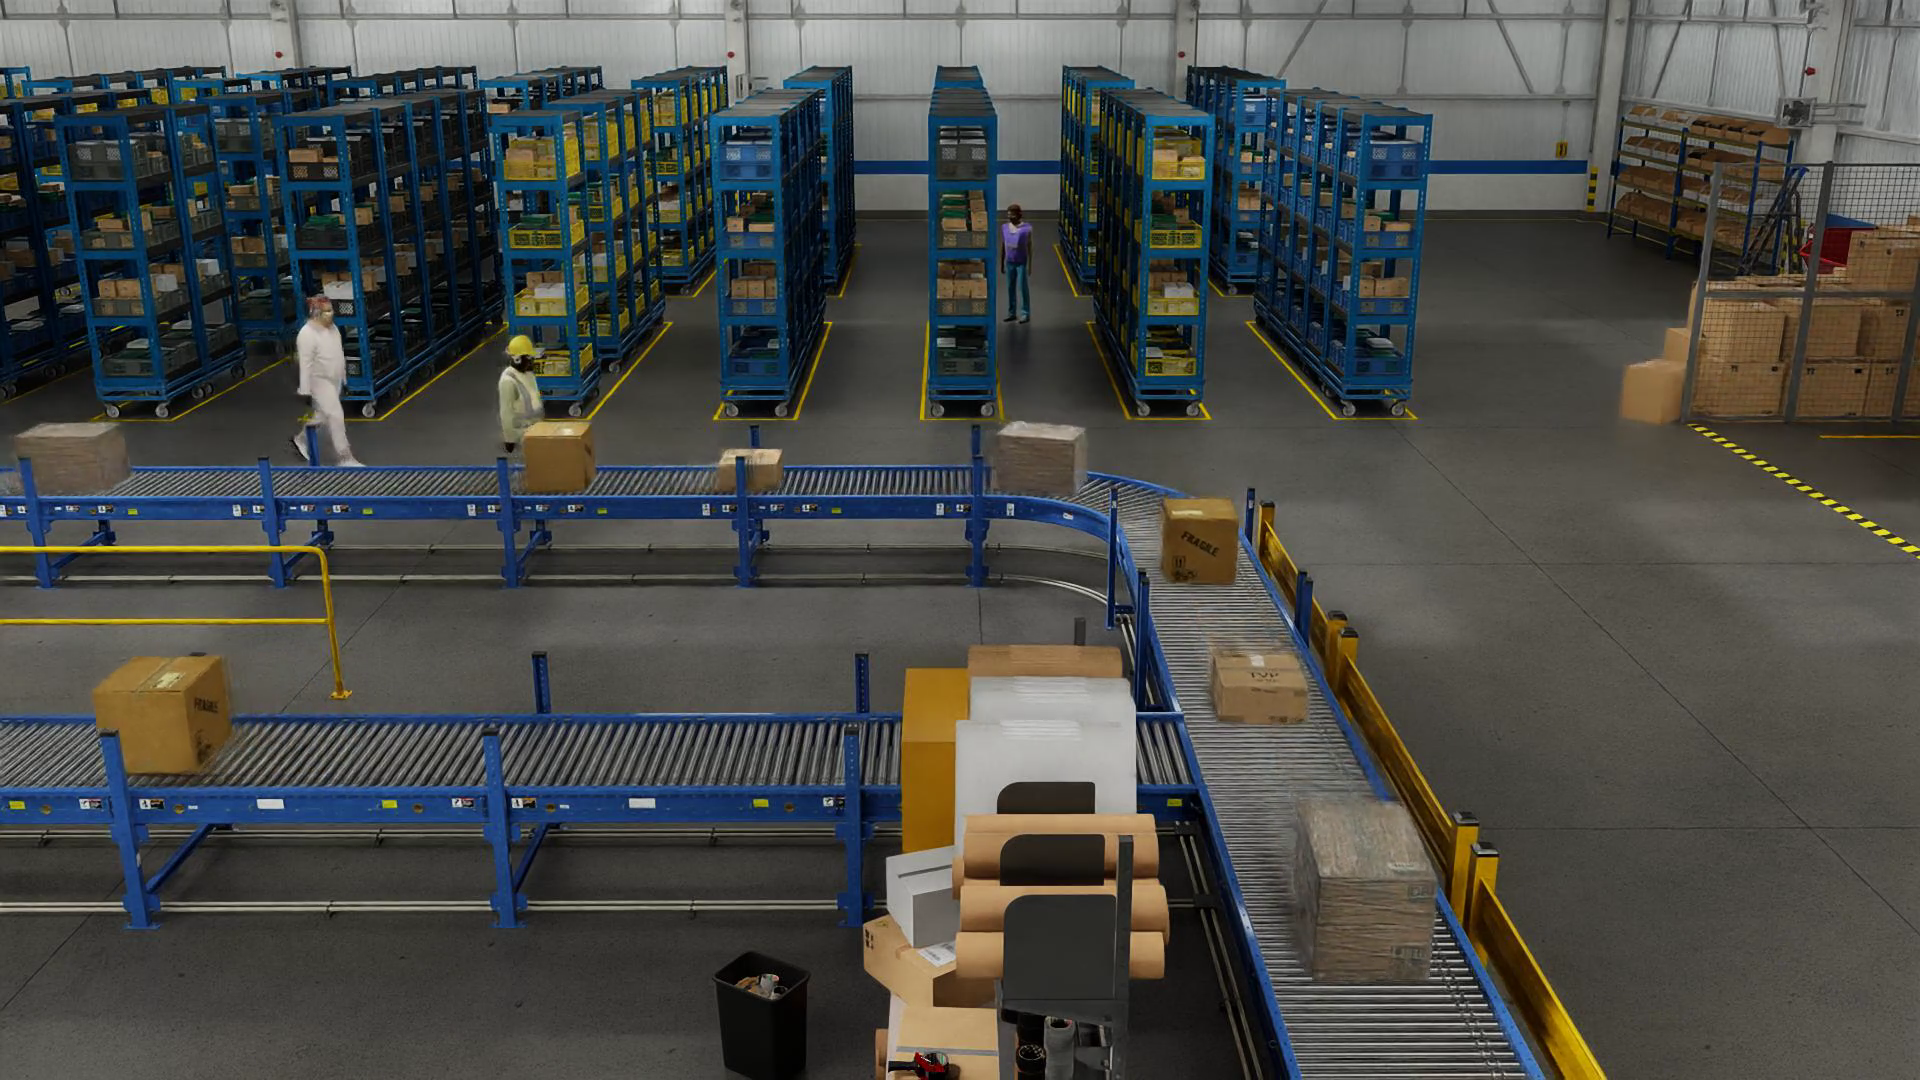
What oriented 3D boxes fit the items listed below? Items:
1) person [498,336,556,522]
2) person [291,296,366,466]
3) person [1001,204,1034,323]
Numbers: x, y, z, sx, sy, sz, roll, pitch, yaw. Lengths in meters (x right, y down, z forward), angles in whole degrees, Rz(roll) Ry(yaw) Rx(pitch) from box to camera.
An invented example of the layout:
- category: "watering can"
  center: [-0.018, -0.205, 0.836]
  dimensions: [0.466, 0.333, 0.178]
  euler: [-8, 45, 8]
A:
- category: "person"
  center: [-4.127, -1.071, 16.012]
  dimensions: [0.641, 1.810, 0.605]
  euler: [0, 18, 1]
- category: "person"
  center: [-6.865, -1.692, 17.836]
  dimensions: [0.877, 1.874, 0.649]
  euler: [3, 18, 9]
- category: "person"
  center: [0.900, -4.321, 25.987]
  dimensions: [0.577, 1.830, 0.385]
  euler: [12, 21, 32]
